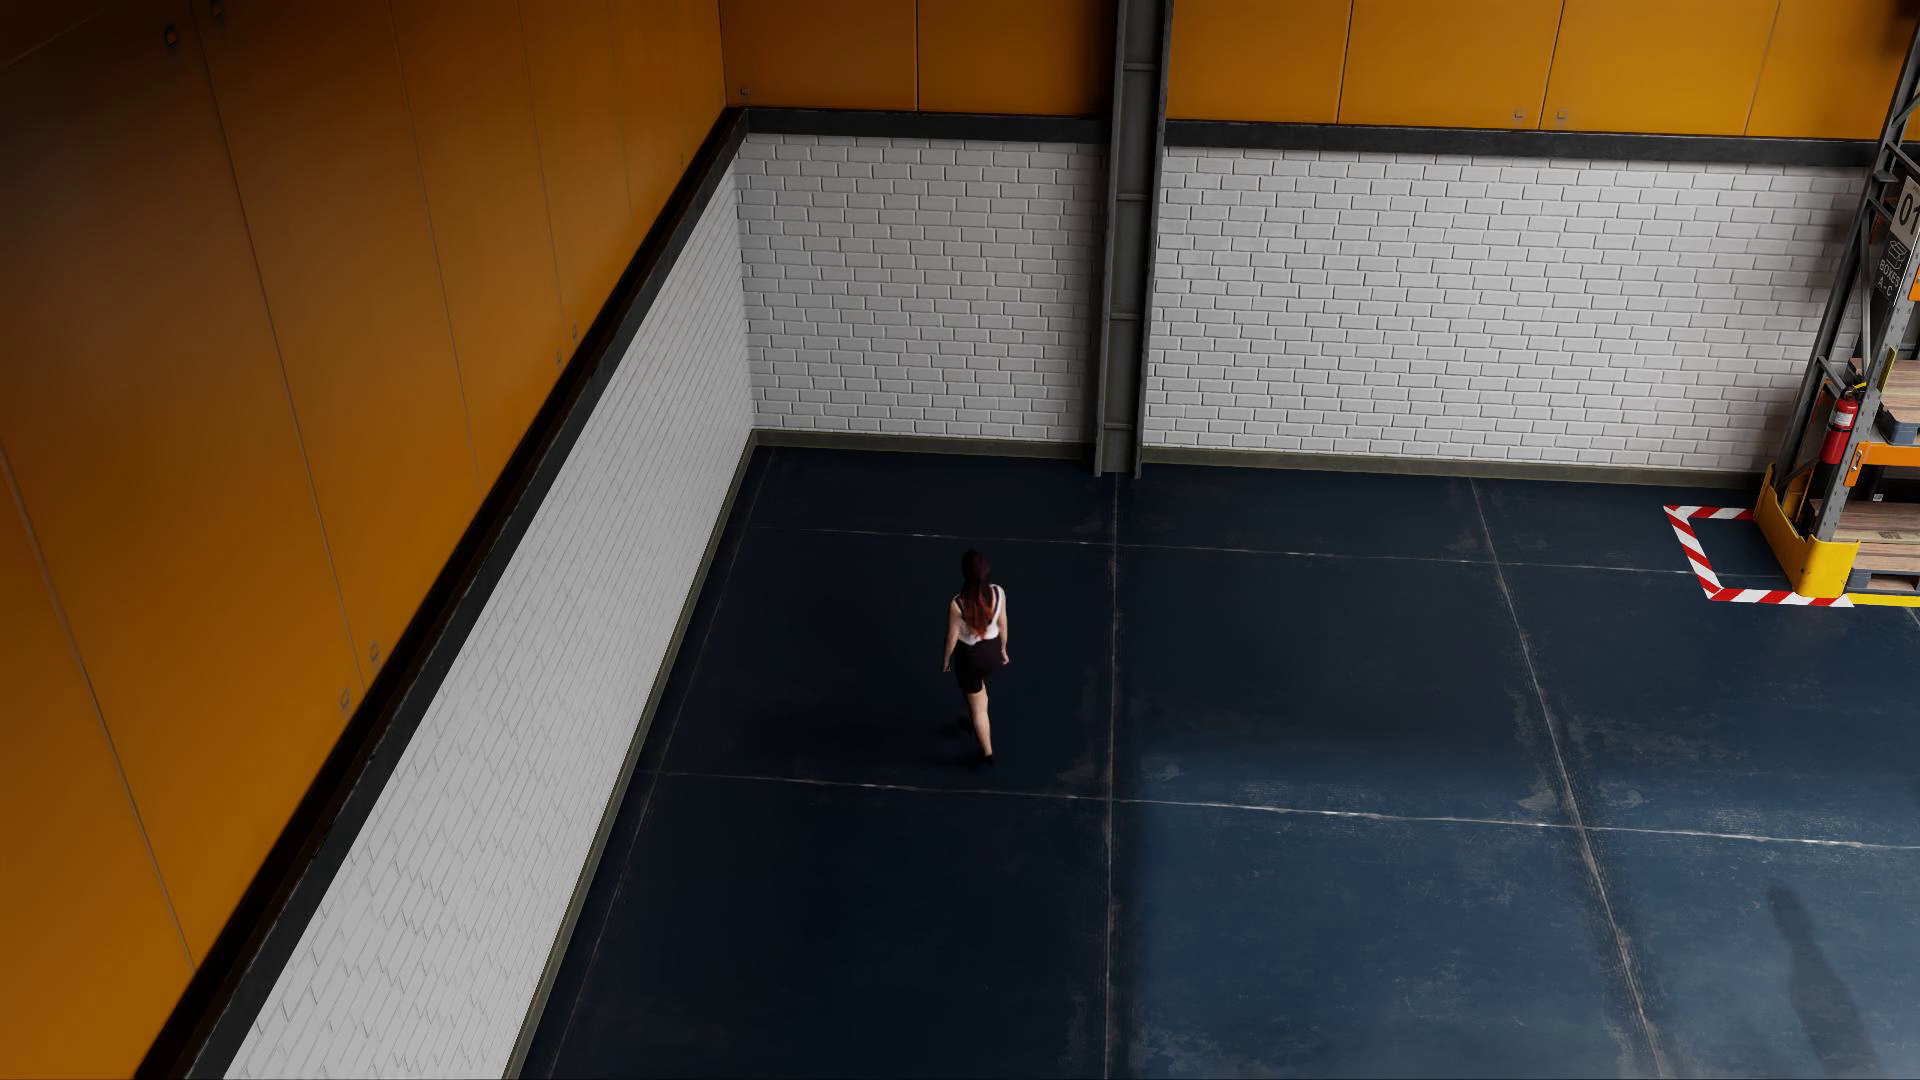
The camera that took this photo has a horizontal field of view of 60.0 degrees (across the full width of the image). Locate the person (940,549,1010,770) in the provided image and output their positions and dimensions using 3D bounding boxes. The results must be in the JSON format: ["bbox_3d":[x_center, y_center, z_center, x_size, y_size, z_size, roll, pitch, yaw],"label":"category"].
[{"bbox_3d":[0.153,0.817,10.664,0.828,1.632,0.863,-19,38,-26],"label":"person"}]
